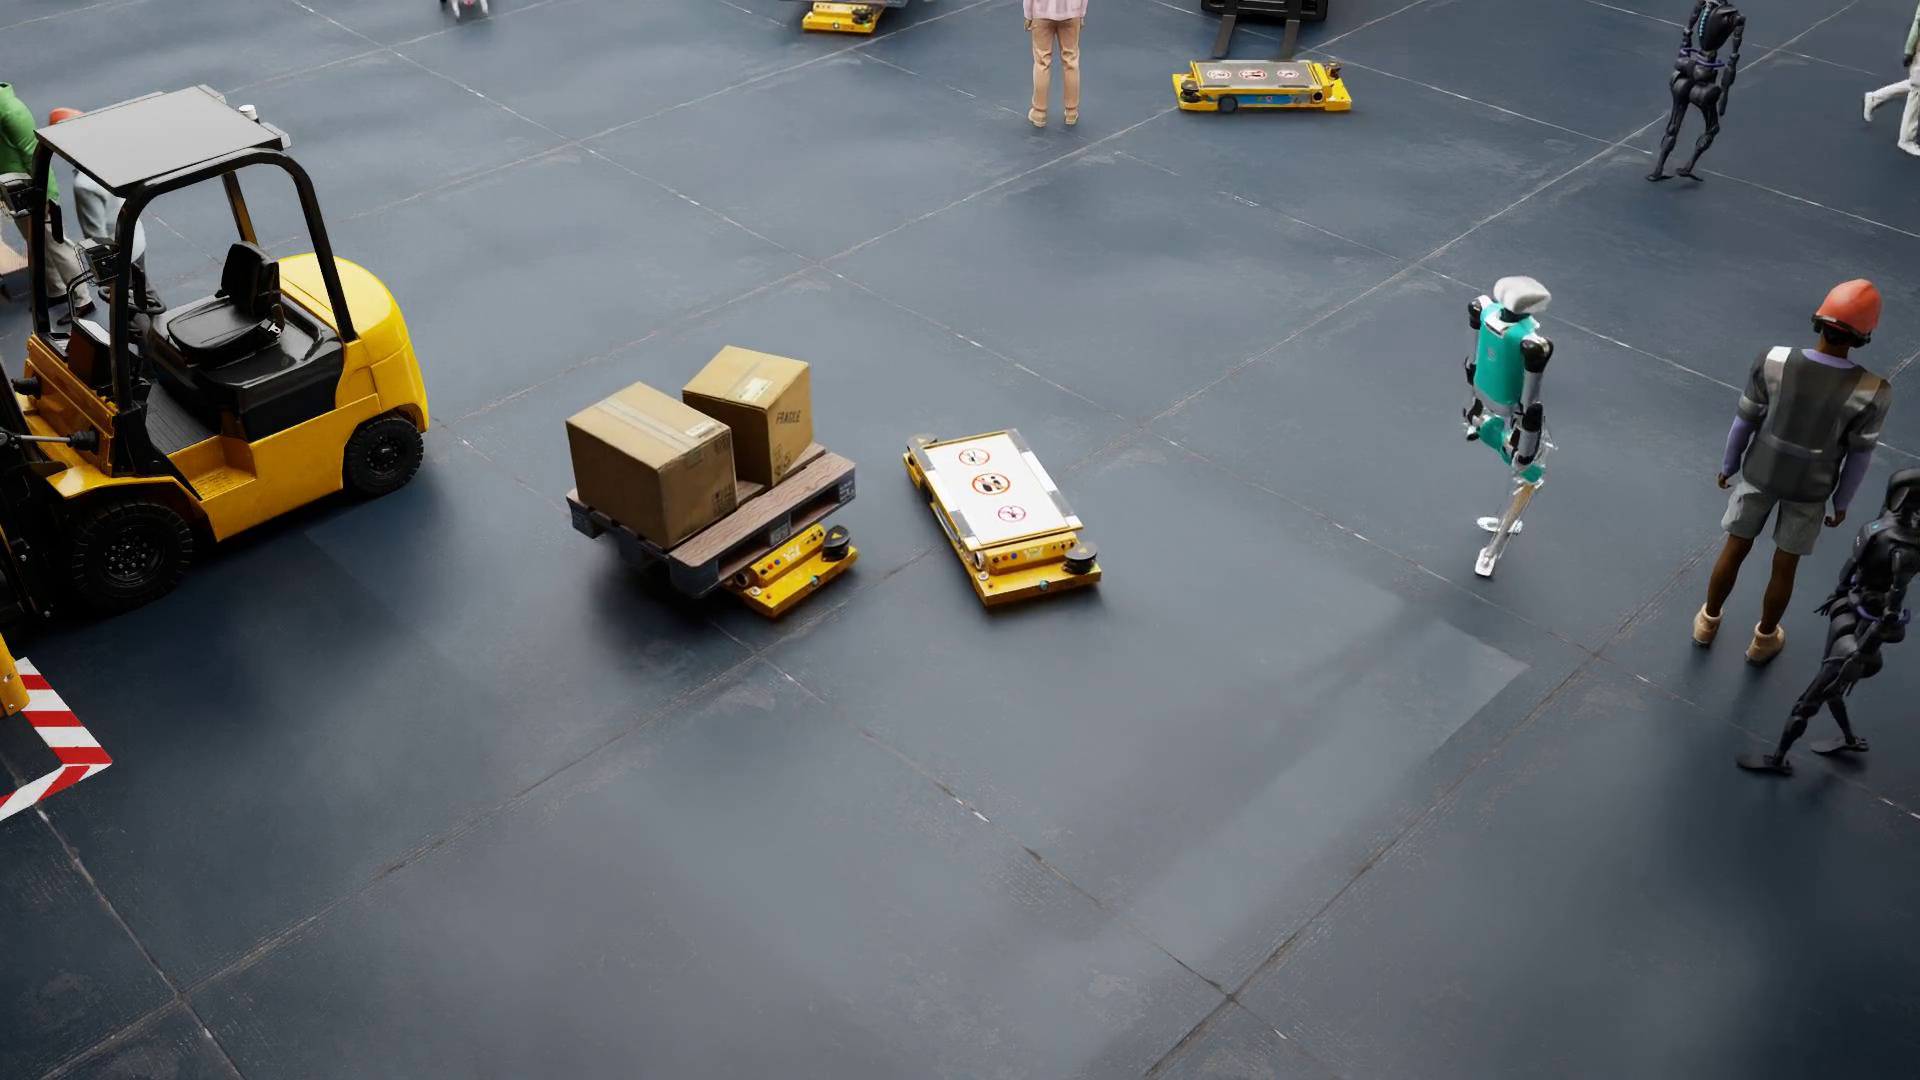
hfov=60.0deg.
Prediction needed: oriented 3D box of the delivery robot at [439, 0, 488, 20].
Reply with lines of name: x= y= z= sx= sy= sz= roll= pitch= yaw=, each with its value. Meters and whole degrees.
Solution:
delivery robot: x=-4.762 y=-5.365 z=15.928 sx=0.499 sy=0.581 sz=0.754 roll=-12 pitch=39 yaw=-16

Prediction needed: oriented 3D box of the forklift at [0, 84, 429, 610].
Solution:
forklift: x=-4.145 y=-1.093 z=8.856 sx=2.313 sy=2.155 sz=1.214 roll=-31 pitch=47 yaw=-34

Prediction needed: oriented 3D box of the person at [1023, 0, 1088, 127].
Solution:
person: x=0.764 y=-4.192 z=13.345 sx=0.524 sy=1.780 sz=0.407 roll=-3 pitch=37 yaw=-4

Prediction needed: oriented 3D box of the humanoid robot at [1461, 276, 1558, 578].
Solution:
humanoid robot: x=2.947 y=-0.612 z=8.582 sx=0.881 sy=1.766 sz=0.599 roll=-15 pitch=39 yaw=-19

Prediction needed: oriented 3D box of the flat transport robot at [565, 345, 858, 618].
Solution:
flat transport robot: x=-1.311 y=-0.073 z=9.094 sx=1.431 sy=0.231 sz=0.659 roll=27 pitch=44 yaw=31

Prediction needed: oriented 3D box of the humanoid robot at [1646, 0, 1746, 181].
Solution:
humanoid robot: x=5.548 y=-3.479 z=12.483 sx=0.396 sy=1.647 sz=0.600 roll=-13 pitch=39 yaw=-17

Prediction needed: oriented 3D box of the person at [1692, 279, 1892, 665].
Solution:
person: x=3.951 y=-0.309 z=7.931 sx=0.609 sy=2.042 sz=0.393 roll=24 pitch=43 yaw=28

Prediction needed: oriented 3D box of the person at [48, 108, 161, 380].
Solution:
person: x=-5.189 y=-1.805 z=10.184 sx=0.350 sy=1.739 sz=0.568 roll=-3 pitch=37 yaw=-5

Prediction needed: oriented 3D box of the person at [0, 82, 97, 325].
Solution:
person: x=-6.054 y=-2.260 z=10.758 sx=0.553 sy=1.782 sz=0.384 roll=23 pitch=43 yaw=28

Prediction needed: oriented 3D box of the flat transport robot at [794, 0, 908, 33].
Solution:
flat transport robot: x=-1.018 y=-5.215 z=15.977 sx=0.659 sy=0.231 sz=1.431 roll=7 pitch=37 yaw=9

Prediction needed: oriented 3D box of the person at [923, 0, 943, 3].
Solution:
person: x=-0.327 y=-6.110 z=15.791 sx=0.362 sy=1.931 sz=0.627 roll=-24 pitch=43 yaw=-28

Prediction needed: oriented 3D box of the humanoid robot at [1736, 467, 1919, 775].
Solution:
humanoid robot: x=3.956 y=0.365 z=7.345 sx=0.601 sy=1.644 sz=0.615 roll=9 pitch=38 yaw=12

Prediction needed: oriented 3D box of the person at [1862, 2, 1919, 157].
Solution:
person: x=7.572 y=-3.896 z=13.080 sx=0.507 sy=1.613 sz=0.655 roll=-19 pitch=41 yaw=-24

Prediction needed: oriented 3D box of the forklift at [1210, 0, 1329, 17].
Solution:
forklift: x=3.106 y=-6.400 z=15.960 sx=1.214 sy=2.155 sz=2.313 roll=8 pitch=37 yaw=10

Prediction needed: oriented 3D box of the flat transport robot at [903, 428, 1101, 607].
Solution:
flat transport robot: x=0.208 y=-0.178 z=9.235 sx=0.659 sy=0.231 sz=1.431 roll=-12 pitch=38 yaw=-15

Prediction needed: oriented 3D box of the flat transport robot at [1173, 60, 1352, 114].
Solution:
flat transport robot: x=2.564 y=-3.867 z=14.174 sx=1.431 sy=0.231 sz=0.659 roll=0 pitch=37 yaw=0

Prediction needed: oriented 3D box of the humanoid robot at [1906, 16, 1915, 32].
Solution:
humanoid robot: x=8.176 y=-4.393 z=13.734 sx=0.608 sy=1.629 sz=0.748 roll=-5 pitch=37 yaw=-7
